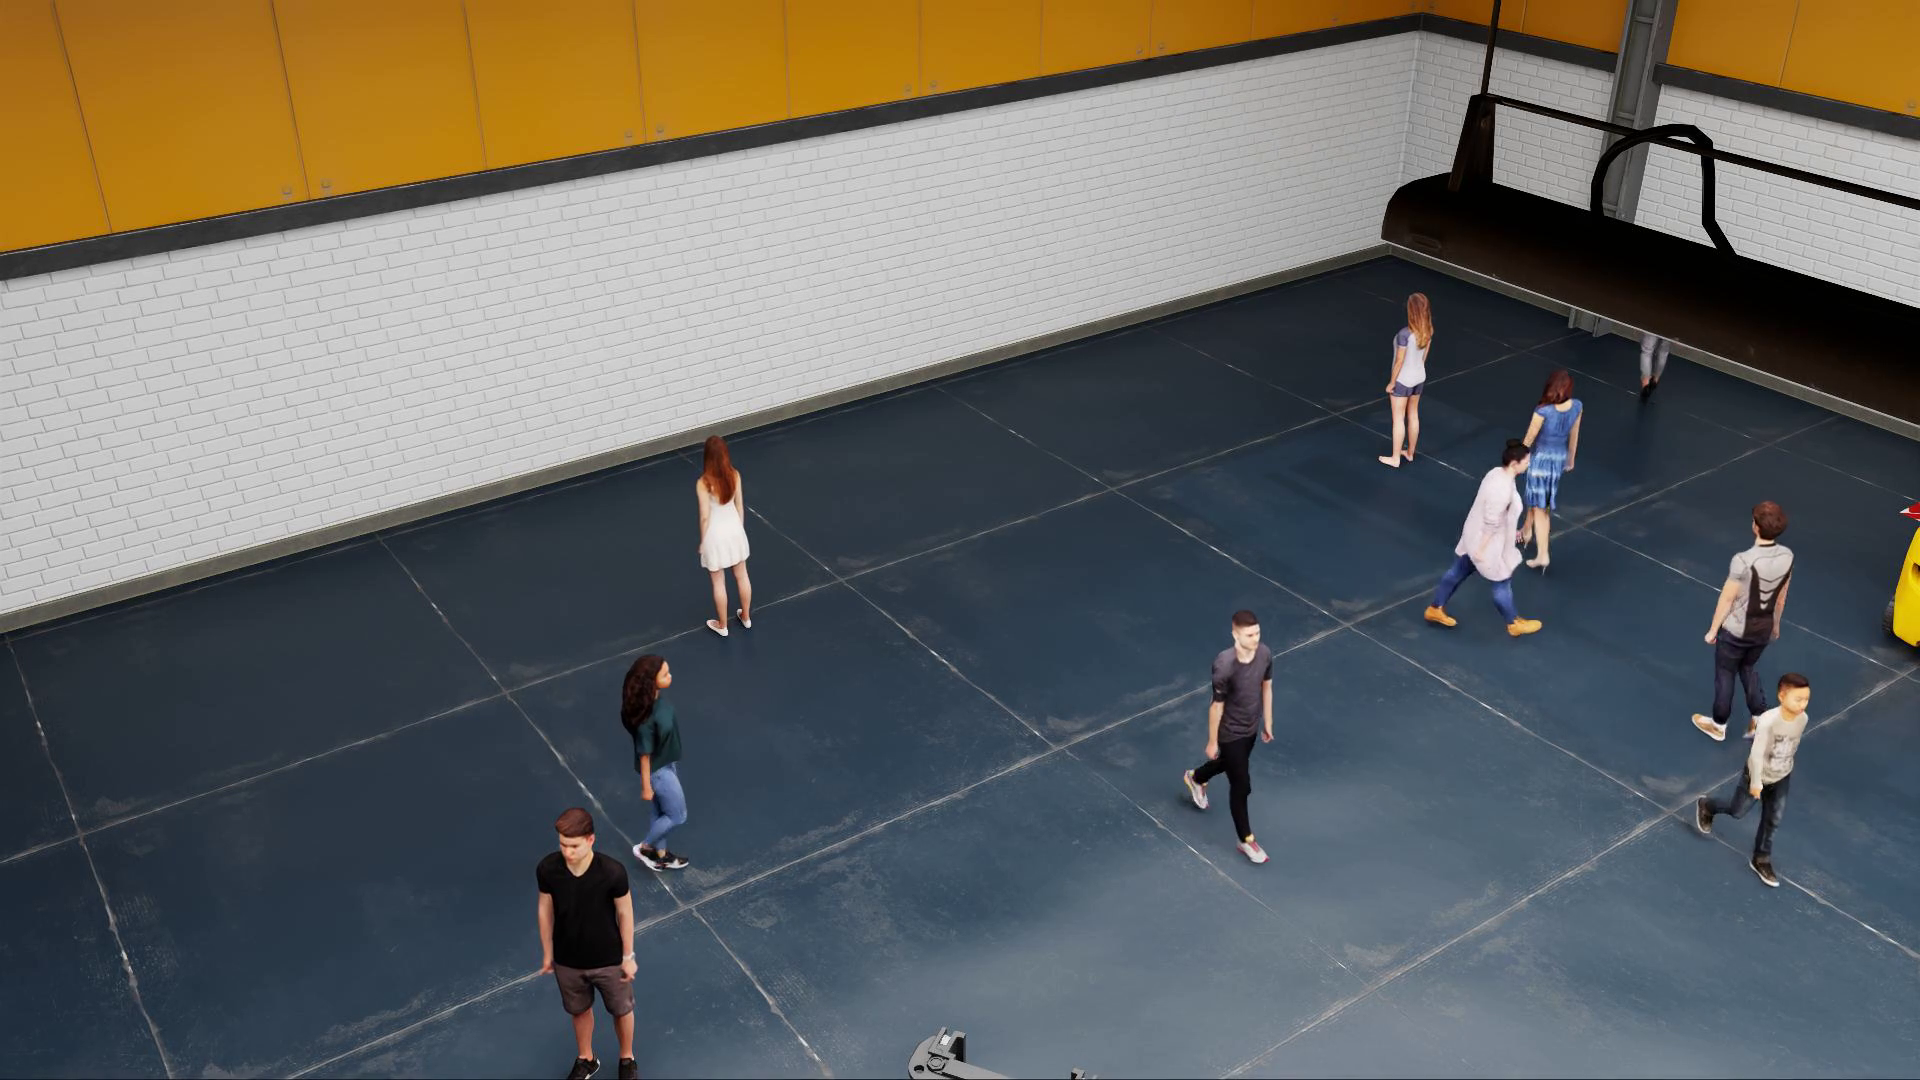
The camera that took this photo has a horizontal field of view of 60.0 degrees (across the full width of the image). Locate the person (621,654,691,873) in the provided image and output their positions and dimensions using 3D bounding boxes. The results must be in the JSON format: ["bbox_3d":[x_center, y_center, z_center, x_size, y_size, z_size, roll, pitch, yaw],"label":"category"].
[{"bbox_3d":[-1.998,1.442,10.528,0.779,1.608,0.703,-1,29,-1],"label":"person"}]

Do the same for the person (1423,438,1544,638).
[{"bbox_3d":[4.049,-0.008,13.093,1.206,1.696,1.144,5,29,10],"label":"person"}]

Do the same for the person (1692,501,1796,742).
[{"bbox_3d":[5.592,0.656,11.686,0.827,1.878,0.930,-7,29,-13],"label":"person"}]

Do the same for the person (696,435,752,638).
[{"bbox_3d":[-1.870,-0.041,13.138,0.547,1.711,0.516,-18,33,-30],"label":"person"}]

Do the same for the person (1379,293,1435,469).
[{"bbox_3d":[4.277,-1.526,15.839,0.587,1.733,0.528,-18,33,-30],"label":"person"}]

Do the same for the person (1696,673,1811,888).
[{"bbox_3d":[5.107,1.463,10.655,0.749,1.448,0.992,-7,29,-13],"label":"person"}]

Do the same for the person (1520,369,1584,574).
[{"bbox_3d":[4.982,-0.543,13.983,0.701,1.784,0.858,-15,32,-26],"label":"person"}]

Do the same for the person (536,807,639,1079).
[{"bbox_3d":[-1.966,2.186,8.899,0.772,1.861,0.816,3,29,6],"label":"person"}]

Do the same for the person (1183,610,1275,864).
[{"bbox_3d":[1.761,1.200,10.841,0.636,1.733,1.098,-19,34,-31],"label":"person"}]
